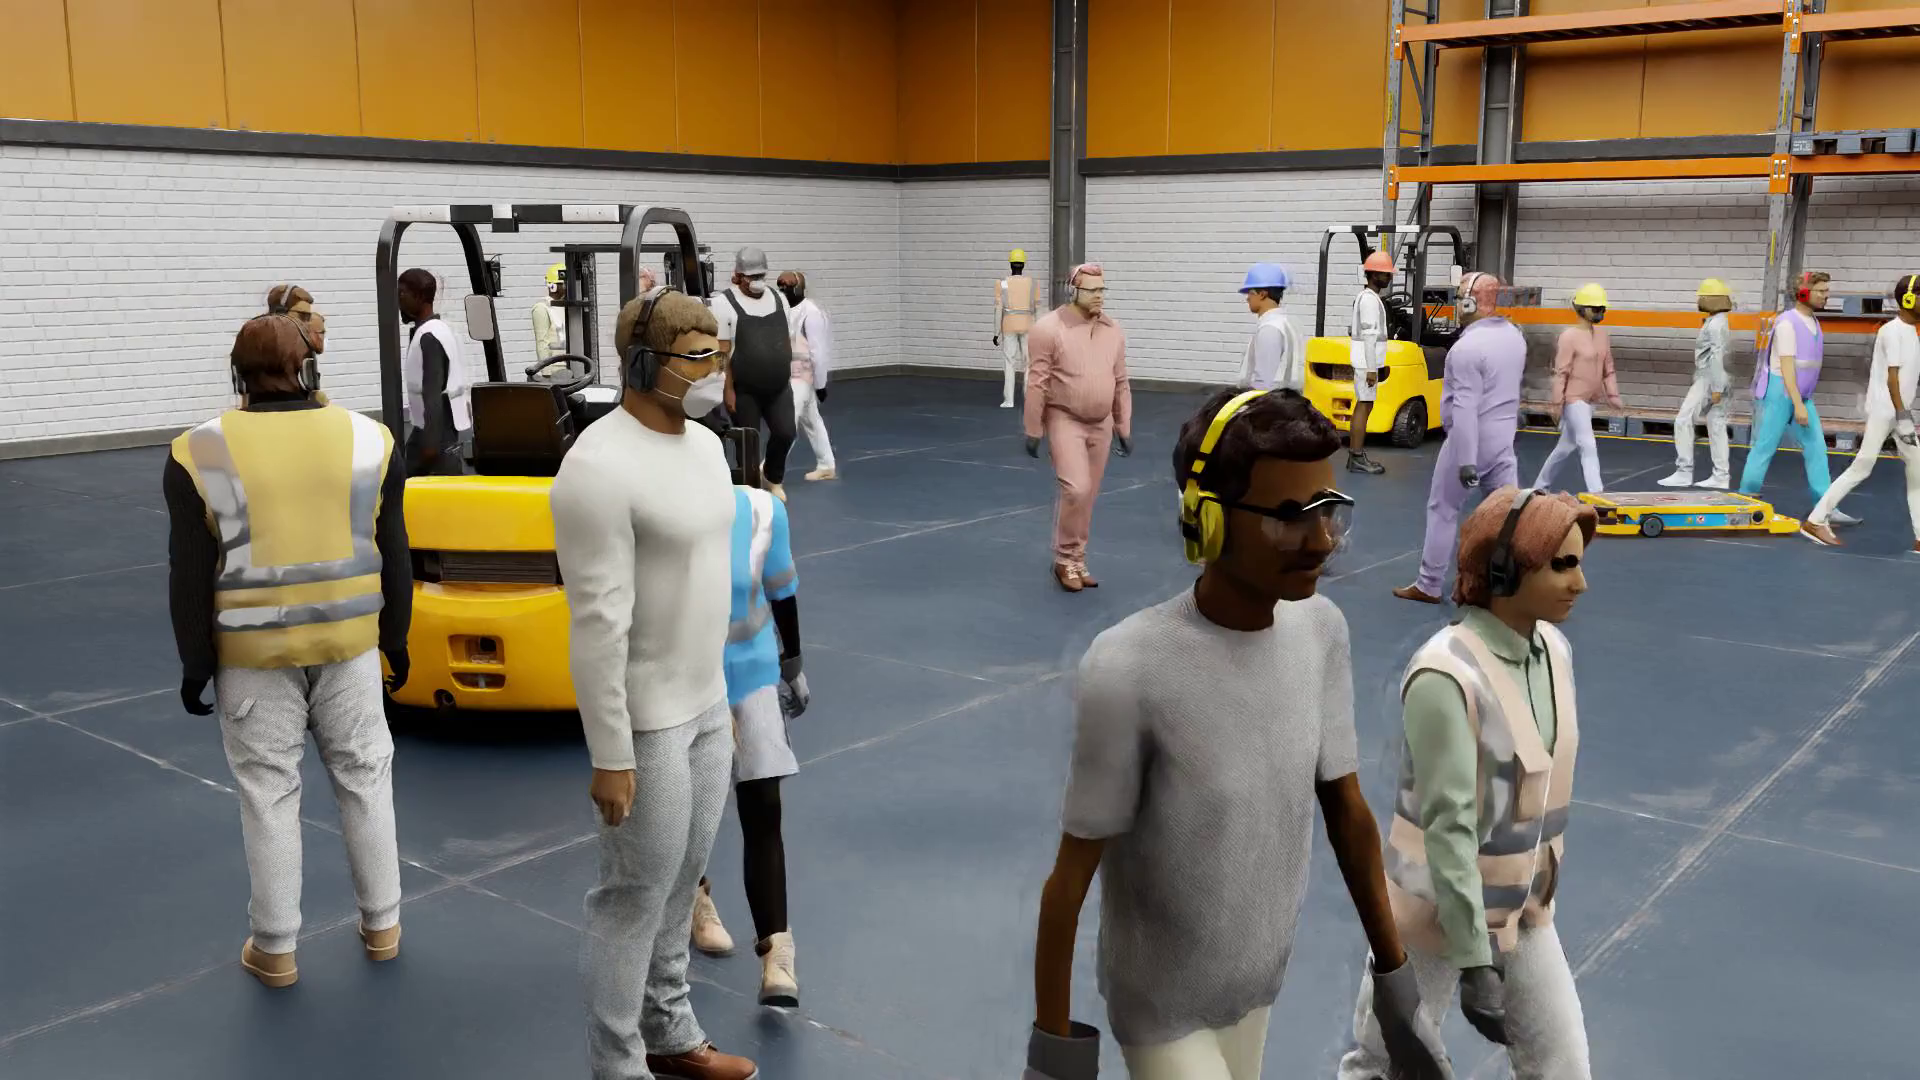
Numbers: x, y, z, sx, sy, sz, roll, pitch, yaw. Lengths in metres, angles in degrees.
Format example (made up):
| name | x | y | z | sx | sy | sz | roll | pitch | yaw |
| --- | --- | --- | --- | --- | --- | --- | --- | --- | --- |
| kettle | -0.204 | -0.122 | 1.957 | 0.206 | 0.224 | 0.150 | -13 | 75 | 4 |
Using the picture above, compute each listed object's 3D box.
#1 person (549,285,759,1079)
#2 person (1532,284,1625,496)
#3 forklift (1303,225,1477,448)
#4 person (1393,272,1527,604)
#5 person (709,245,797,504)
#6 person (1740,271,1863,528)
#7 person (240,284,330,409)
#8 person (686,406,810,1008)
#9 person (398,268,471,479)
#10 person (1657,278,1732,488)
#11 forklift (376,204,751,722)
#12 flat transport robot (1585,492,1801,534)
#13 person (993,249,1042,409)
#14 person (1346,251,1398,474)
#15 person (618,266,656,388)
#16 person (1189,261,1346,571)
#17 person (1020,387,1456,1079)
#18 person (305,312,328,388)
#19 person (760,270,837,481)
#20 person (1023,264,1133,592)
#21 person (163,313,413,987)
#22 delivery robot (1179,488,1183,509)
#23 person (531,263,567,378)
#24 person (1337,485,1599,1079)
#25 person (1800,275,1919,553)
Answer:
| name | x | y | z | sx | sy | sz | roll | pitch | yaw |
| --- | --- | --- | --- | --- | --- | --- | --- | --- | --- |
| person | -0.676 | 0.402 | 3.759 | 0.355 | 1.936 | 0.635 | 3 | 11 | 14 |
| person | 4.577 | -1.019 | 12.233 | 0.533 | 1.720 | 0.906 | -8 | 13 | -37 |
| forklift | 4.449 | -2.115 | 16.993 | 1.214 | 2.155 | 2.313 | 8 | 13 | 38 |
| person | 2.887 | -0.523 | 9.090 | 0.651 | 1.873 | 0.940 | -9 | 13 | -40 |
| person | -1.511 | -1.186 | 12.272 | 0.711 | 2.000 | 0.544 | -7 | 12 | -32 |
| person | 5.923 | -0.964 | 11.664 | 0.565 | 1.808 | 0.903 | -8 | 13 | -38 |
| person | -3.628 | -0.496 | 9.138 | 0.914 | 1.787 | 0.510 | 2 | 10 | 10 |
| person | -0.648 | 0.427 | 4.435 | 0.579 | 1.635 | 0.881 | -3 | 11 | -17 |
| person | -3.042 | -0.669 | 9.868 | 0.920 | 1.879 | 0.598 | -5 | 11 | -24 |
| person | 6.077 | -1.281 | 13.689 | 0.671 | 1.722 | 0.492 | 7 | 12 | 33 |
| forklift | -1.766 | -0.406 | 7.525 | 1.214 | 2.155 | 2.313 | 1 | 10 | 7 |
| flat transport robot | 5.041 | -0.198 | 11.693 | 1.431 | 0.197 | 0.652 | -1 | 10 | -2 |
| person | 0.687 | -2.548 | 20.132 | 0.595 | 1.925 | 0.375 | -2 | 10 | -12 |
| person | 3.607 | -1.548 | 14.570 | 0.370 | 1.932 | 0.550 | 2 | 10 | 9 |
| person | -2.015 | -0.832 | 10.811 | 0.759 | 1.866 | 0.739 | -9 | 13 | -40 |
| person | 1.910 | -0.733 | 10.135 | 0.898 | 1.916 | 0.618 | 2 | 10 | 8 |
| person | 0.412 | 0.703 | 2.358 | 0.555 | 1.843 | 0.690 | -10 | 14 | -43 |
| person | -3.903 | -0.587 | 10.177 | 0.801 | 1.594 | 0.495 | -3 | 11 | -18 |
| person | -1.430 | -1.342 | 13.855 | 0.994 | 1.778 | 0.625 | -6 | 12 | -30 |
| person | 0.732 | -0.642 | 9.639 | 0.658 | 1.890 | 0.563 | -6 | 12 | -32 |
| person | -1.831 | 0.301 | 4.594 | 0.633 | 1.837 | 0.429 | -7 | 12 | -33 |
| delivery robot | 1.746 | -0.311 | 11.280 | 0.477 | 0.478 | 0.707 | -2 | 11 | -12 |
| person | -3.596 | -1.568 | 14.988 | 0.403 | 1.825 | 0.593 | 3 | 11 | 18 |
| person | 0.993 | 0.714 | 2.981 | 0.533 | 1.601 | 0.835 | -9 | 14 | -41 |
| person | 6.056 | -0.819 | 10.868 | 0.518 | 1.825 | 0.962 | -9 | 14 | -41 |
